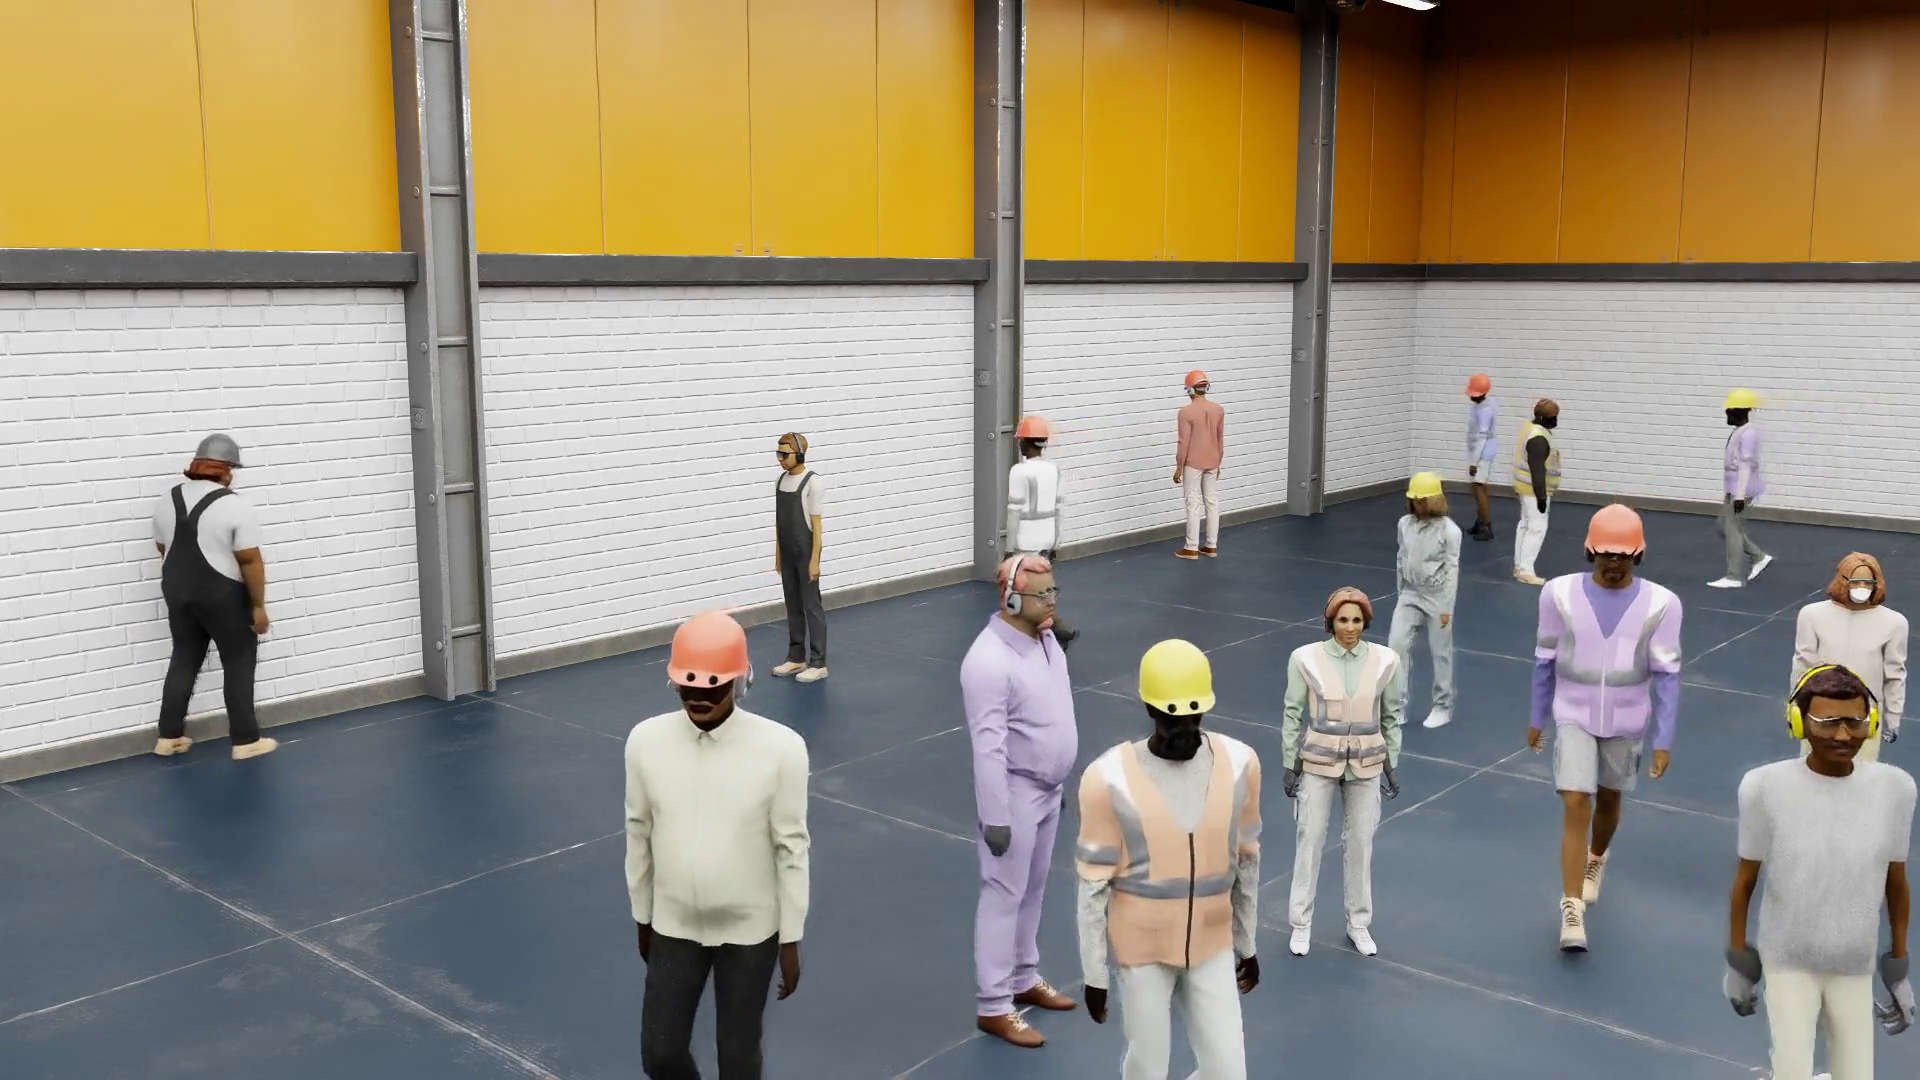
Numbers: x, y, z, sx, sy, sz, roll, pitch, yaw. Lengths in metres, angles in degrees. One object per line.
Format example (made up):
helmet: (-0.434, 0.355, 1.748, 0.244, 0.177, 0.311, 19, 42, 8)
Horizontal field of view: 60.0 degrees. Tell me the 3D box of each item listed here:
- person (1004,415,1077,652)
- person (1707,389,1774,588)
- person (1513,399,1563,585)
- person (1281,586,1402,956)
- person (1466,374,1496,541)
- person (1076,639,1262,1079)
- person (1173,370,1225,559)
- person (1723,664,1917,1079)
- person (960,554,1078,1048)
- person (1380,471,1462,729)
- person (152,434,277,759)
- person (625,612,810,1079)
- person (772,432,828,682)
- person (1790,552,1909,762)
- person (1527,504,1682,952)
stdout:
person: (0.605, 0.002, 12.746, 0.653, 1.912, 0.553, 7, 12, 39)
person: (7.449, -0.482, 15.811, 0.522, 1.913, 0.593, 2, 9, 14)
person: (5.594, -0.475, 16.134, 0.432, 1.801, 0.828, 2, 9, 13)
person: (1.666, 1.010, 7.278, 0.523, 1.636, 0.308, 0, 9, 1)
person: (5.874, -0.945, 18.826, 0.366, 1.884, 0.665, 3, 9, 16)
person: (0.647, 1.229, 5.047, 0.606, 1.908, 0.419, -2, 9, -14)
person: (2.501, -0.791, 17.498, 0.608, 1.985, 0.394, -6, 11, -31)
person: (2.586, 1.256, 5.044, 0.520, 1.858, 0.632, 1, 9, 7)
person: (0.258, 0.996, 6.529, 0.405, 1.907, 0.650, 4, 10, 24)
person: (2.994, 0.404, 10.820, 0.724, 1.711, 0.499, -8, 12, -40)
person: (-4.599, 0.339, 10.232, 0.790, 2.000, 0.600, 2, 9, 15)
person: (-0.755, 1.184, 5.127, 0.611, 1.976, 0.419, 1, 9, 6)
person: (-1.191, 0.120, 12.251, 0.505, 1.841, 0.334, 9, 13, 44)
person: (4.400, 0.861, 8.267, 0.506, 1.628, 0.277, 5, 10, 27)
person: (2.892, 0.808, 7.502, 0.620, 1.972, 1.097, 3, 10, 19)
